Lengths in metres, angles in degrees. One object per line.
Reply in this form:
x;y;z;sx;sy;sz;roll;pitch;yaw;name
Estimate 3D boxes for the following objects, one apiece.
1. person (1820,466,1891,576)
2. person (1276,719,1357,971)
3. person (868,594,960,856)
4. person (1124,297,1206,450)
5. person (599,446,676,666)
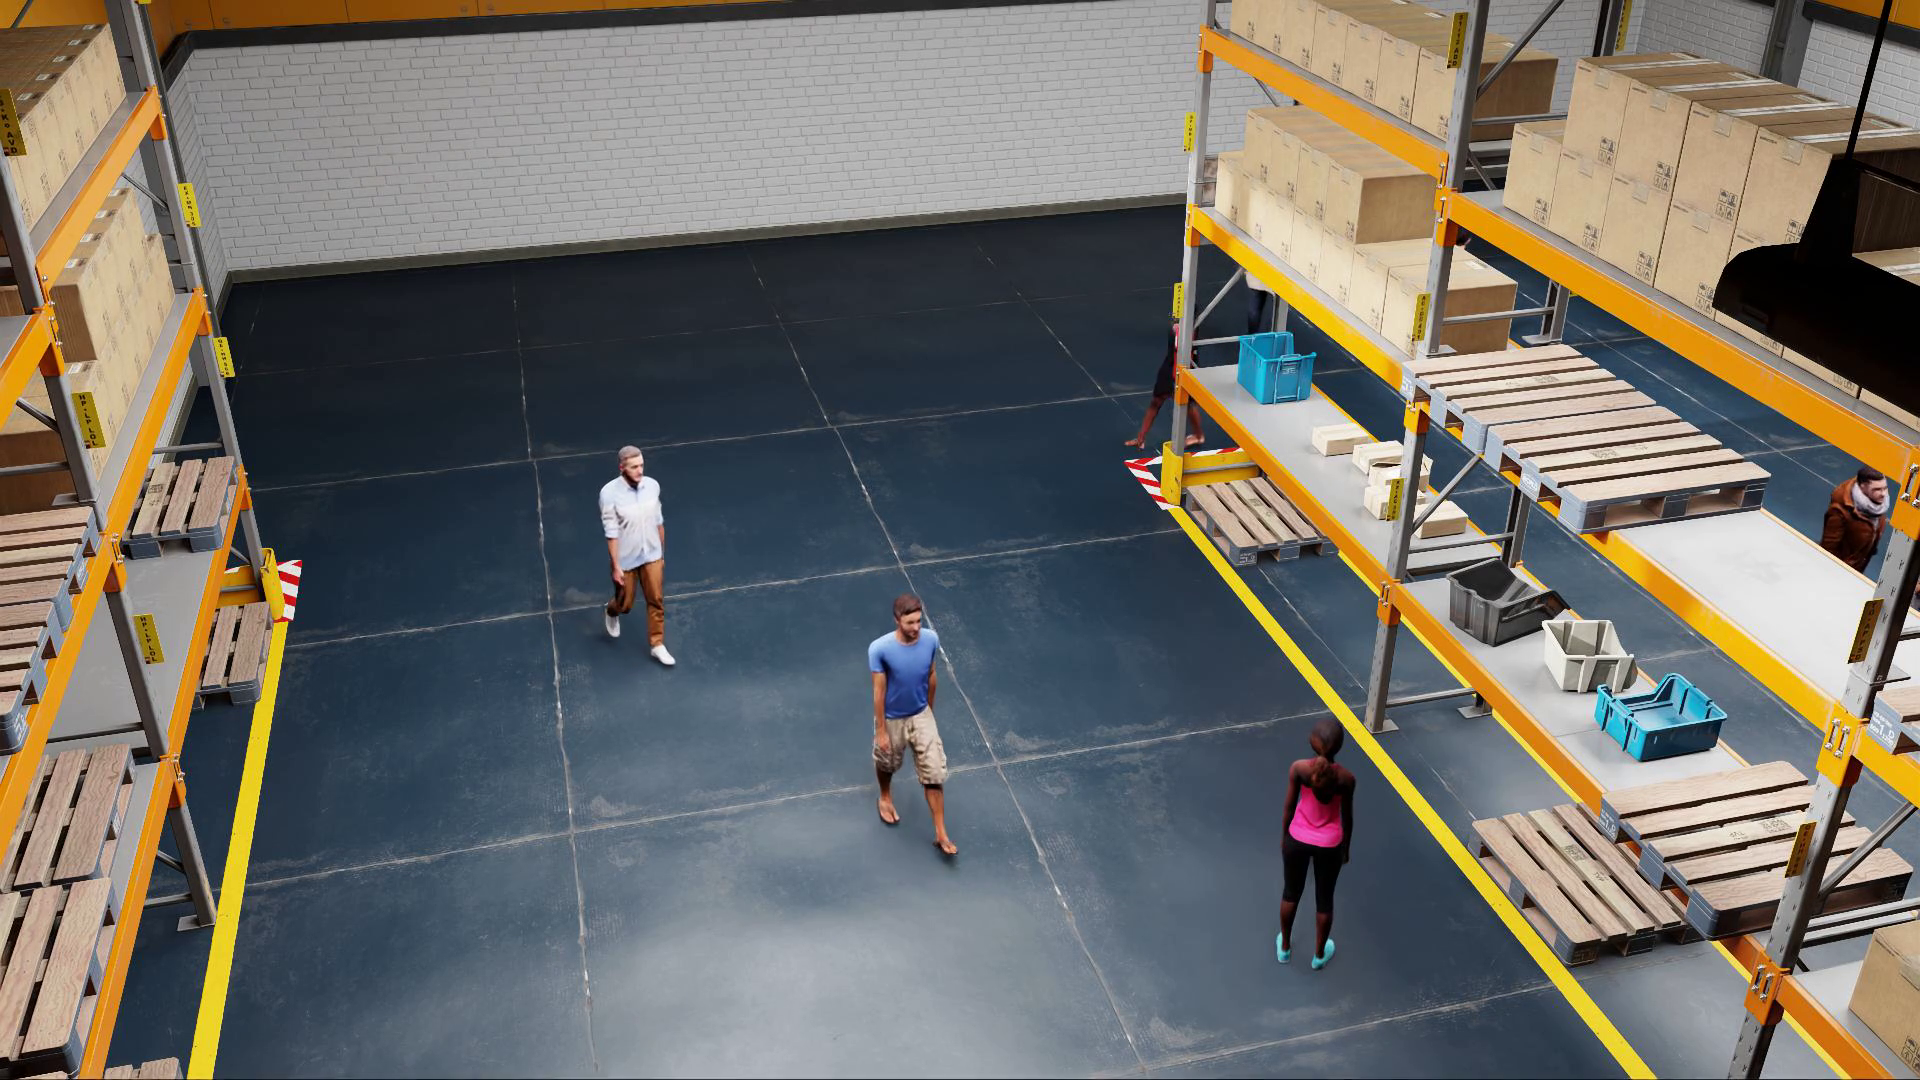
6.616;0.218;12.607;0.845;1.823;0.874;-23;36;-36;person
2.089;1.793;9.821;0.662;1.724;0.701;10;30;17;person
-0.417;1.111;10.965;0.711;1.826;1.134;-9;30;-17;person
2.210;-1.610;16.119;0.842;1.668;1.069;-9;30;-16;person
-2.550;0.092;12.850;0.916;1.811;1.101;-21;35;-33;person
